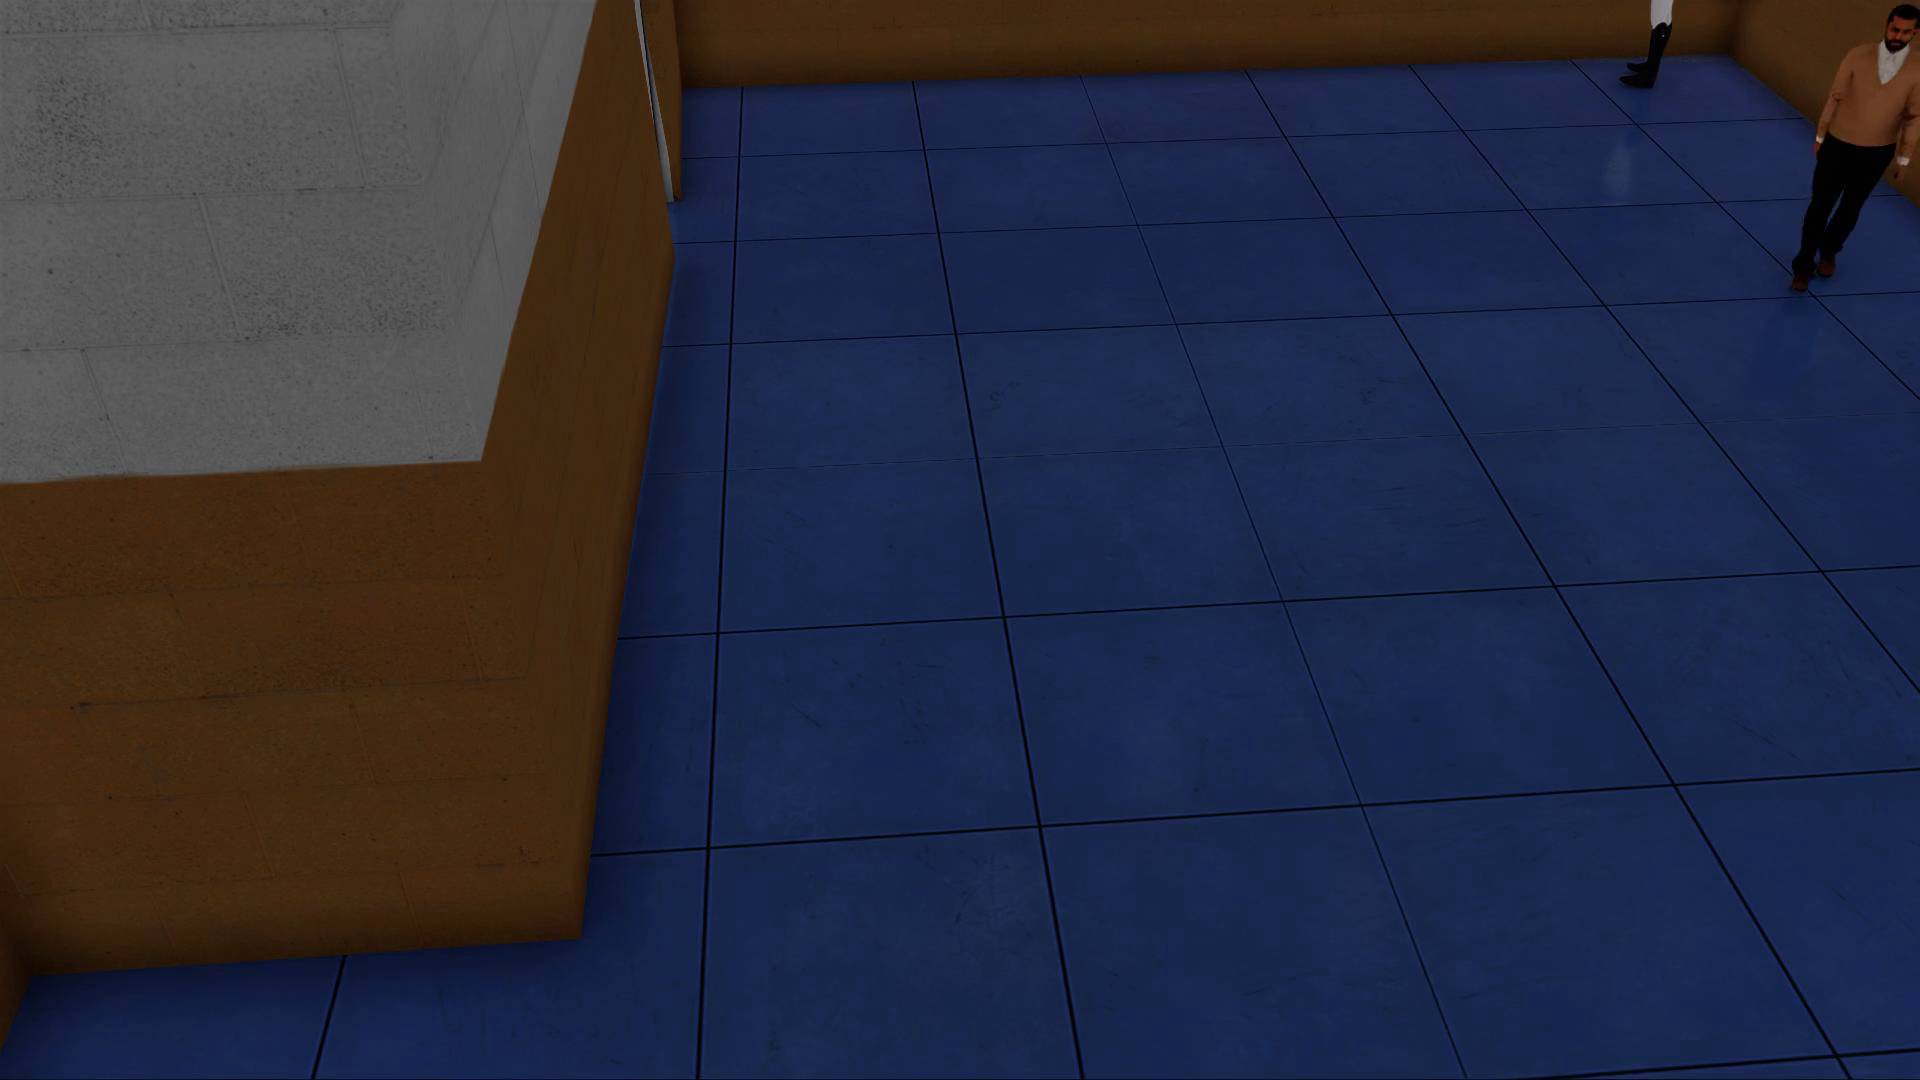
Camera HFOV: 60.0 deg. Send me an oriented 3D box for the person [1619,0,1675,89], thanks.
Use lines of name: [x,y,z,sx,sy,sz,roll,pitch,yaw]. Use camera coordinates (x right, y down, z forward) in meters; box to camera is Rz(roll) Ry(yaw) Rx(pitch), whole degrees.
person: [5.359,-4.294,12.544,0.710,1.729,0.670,19,41,24]

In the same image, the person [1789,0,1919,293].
person: [5.415,-2.379,10.005,1.093,1.723,1.061,15,40,20]
